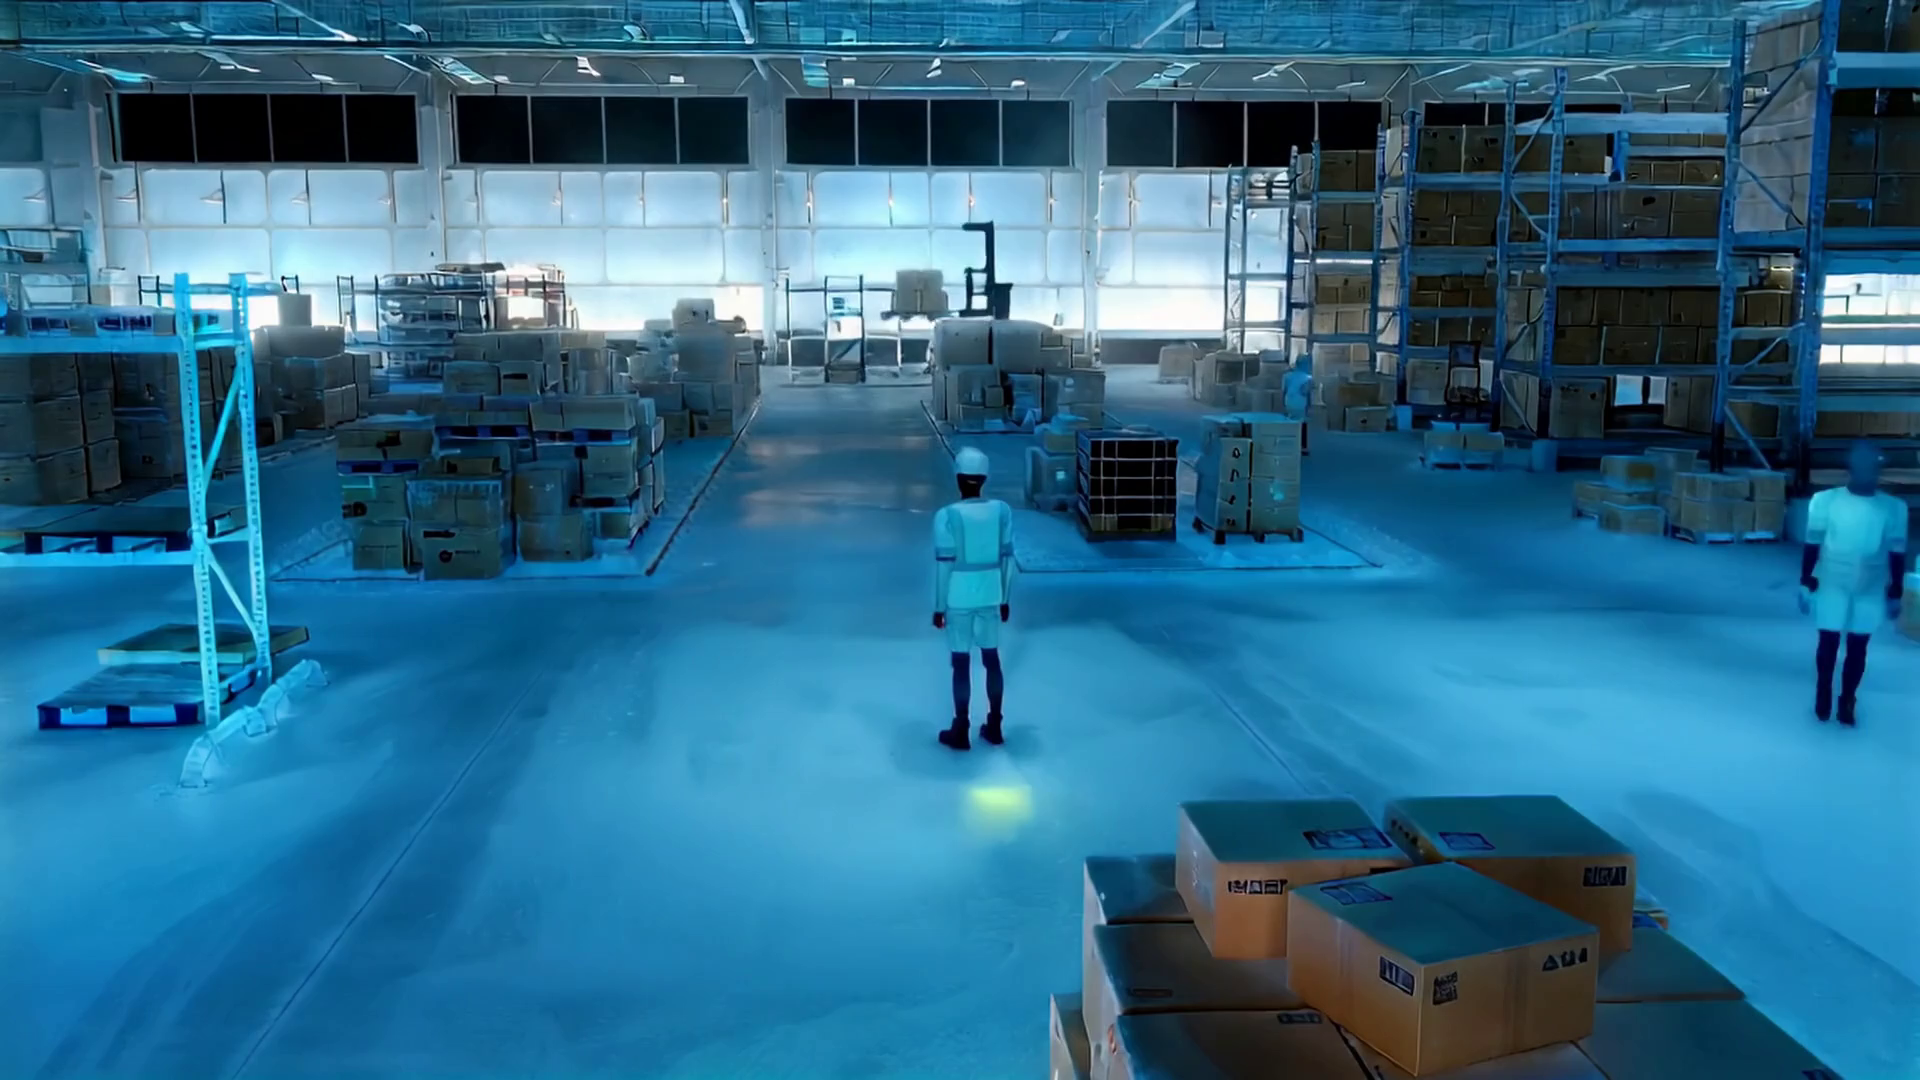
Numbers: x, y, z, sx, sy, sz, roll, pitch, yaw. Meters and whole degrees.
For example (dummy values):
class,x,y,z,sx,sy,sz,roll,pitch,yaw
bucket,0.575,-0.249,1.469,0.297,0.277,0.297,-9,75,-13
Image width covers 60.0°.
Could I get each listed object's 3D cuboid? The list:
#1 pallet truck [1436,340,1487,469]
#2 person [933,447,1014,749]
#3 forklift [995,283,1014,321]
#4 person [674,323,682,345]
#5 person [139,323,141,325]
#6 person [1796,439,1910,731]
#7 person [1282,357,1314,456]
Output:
class,x,y,z,sx,sy,sz,roll,pitch,yaw
pallet truck,8.004,-2.170,26.422,0.823,1.965,1.885,2,9,14
person,0.075,0.369,10.661,0.549,1.937,0.358,-5,10,-26
forklift,1.088,-5.123,42.200,1.873,2.768,1.129,-1,9,-4
person,-6.864,-4.426,41.079,0.959,1.884,0.629,-4,10,-25
person,-19.164,-4.128,38.959,0.648,1.909,0.804,2,9,14
person,5.920,0.302,11.031,0.644,1.952,0.419,3,9,17
person,5.655,-2.244,27.909,0.602,1.657,0.347,9,12,43
